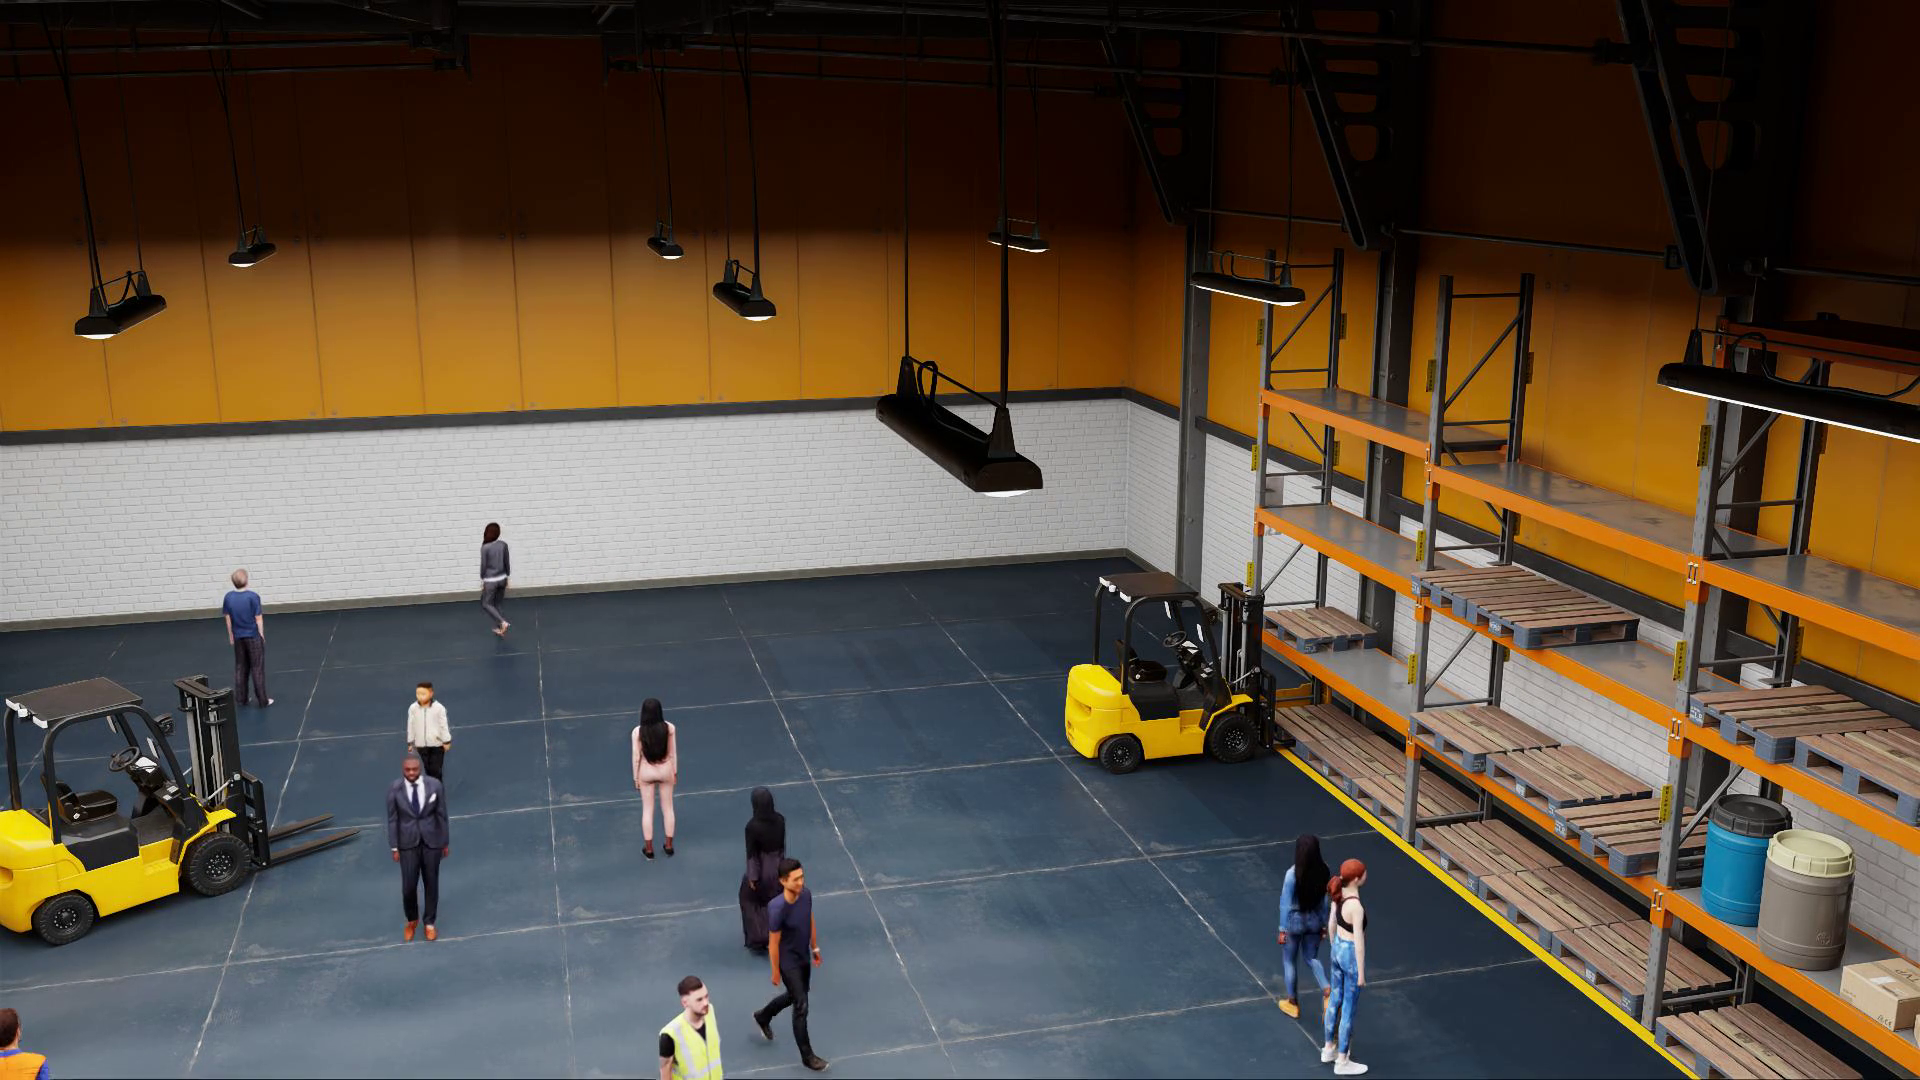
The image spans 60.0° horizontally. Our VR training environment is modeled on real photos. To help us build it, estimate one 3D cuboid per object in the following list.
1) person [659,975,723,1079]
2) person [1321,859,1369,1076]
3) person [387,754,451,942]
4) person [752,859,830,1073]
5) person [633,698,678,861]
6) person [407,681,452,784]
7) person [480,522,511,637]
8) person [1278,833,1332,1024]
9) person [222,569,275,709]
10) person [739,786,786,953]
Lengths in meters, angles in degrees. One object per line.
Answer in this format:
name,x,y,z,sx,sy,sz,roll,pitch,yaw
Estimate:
person,-1.879,3.818,11.463,1.132,1.826,1.058,8,16,31
person,3.096,3.391,13.309,0.639,1.785,0.501,-5,14,-18
person,-5.055,2.830,15.571,0.719,1.811,0.665,-5,15,-21
person,-1.397,3.372,13.419,1.120,1.771,1.071,8,16,29
person,-3.153,2.463,17.284,0.596,1.720,0.508,-4,14,-15
person,-5.936,2.260,18.727,0.738,1.435,0.873,1,14,3
person,-6.908,0.617,24.830,0.976,1.755,0.872,12,18,40
person,2.924,3.291,13.918,0.693,1.694,0.966,-6,15,-23
person,-9.357,1.286,21.826,0.721,1.870,0.665,1,14,4
person,-1.731,3.036,15.150,0.719,1.609,0.840,-9,16,-32
